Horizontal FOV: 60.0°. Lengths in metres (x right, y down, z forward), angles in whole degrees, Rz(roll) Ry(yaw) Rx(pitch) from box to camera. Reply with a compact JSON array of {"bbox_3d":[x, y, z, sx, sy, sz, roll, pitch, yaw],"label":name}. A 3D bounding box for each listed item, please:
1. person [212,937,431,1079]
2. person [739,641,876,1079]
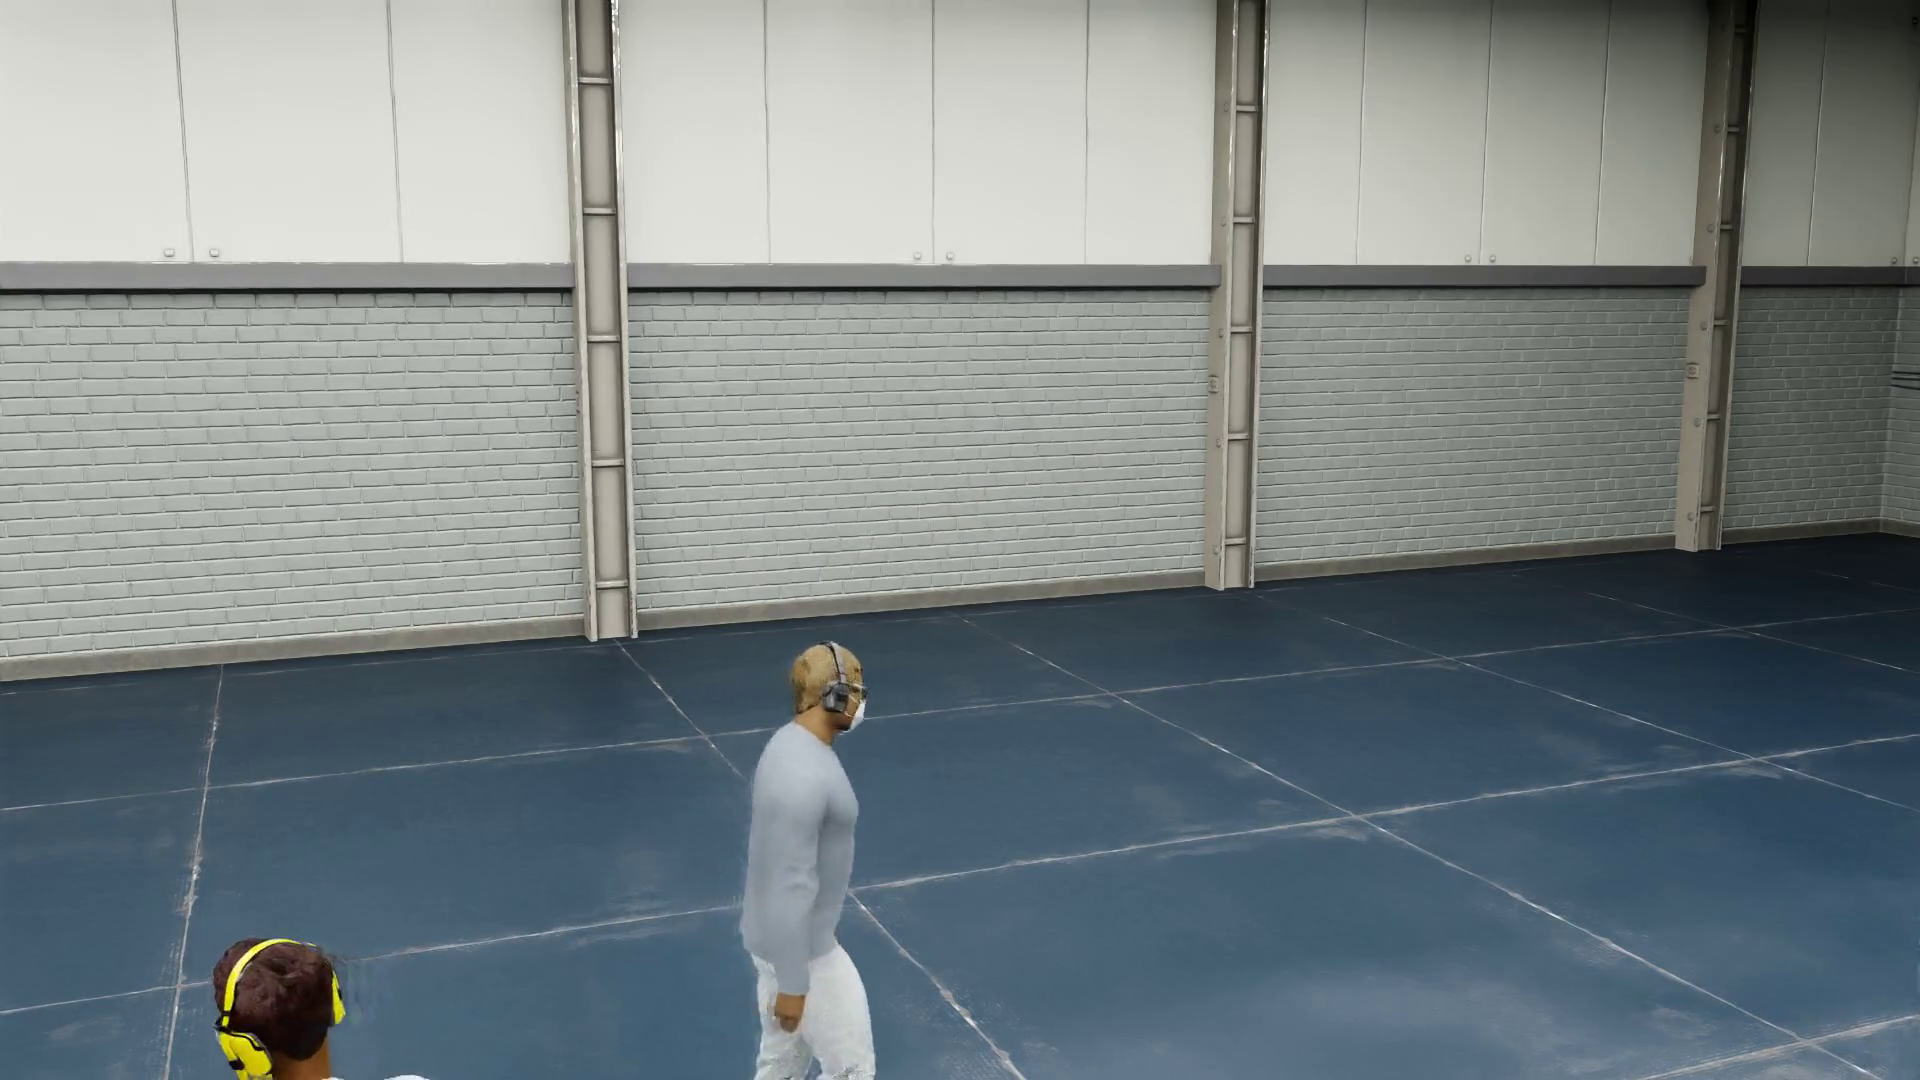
[{"bbox_3d":[-1.100,1.647,3.116,0.603,1.819,0.700,-5,11,-31],"label":"person"},{"bbox_3d":[-0.490,1.269,5.197,0.465,1.903,0.650,-2,9,-14],"label":"person"}]
